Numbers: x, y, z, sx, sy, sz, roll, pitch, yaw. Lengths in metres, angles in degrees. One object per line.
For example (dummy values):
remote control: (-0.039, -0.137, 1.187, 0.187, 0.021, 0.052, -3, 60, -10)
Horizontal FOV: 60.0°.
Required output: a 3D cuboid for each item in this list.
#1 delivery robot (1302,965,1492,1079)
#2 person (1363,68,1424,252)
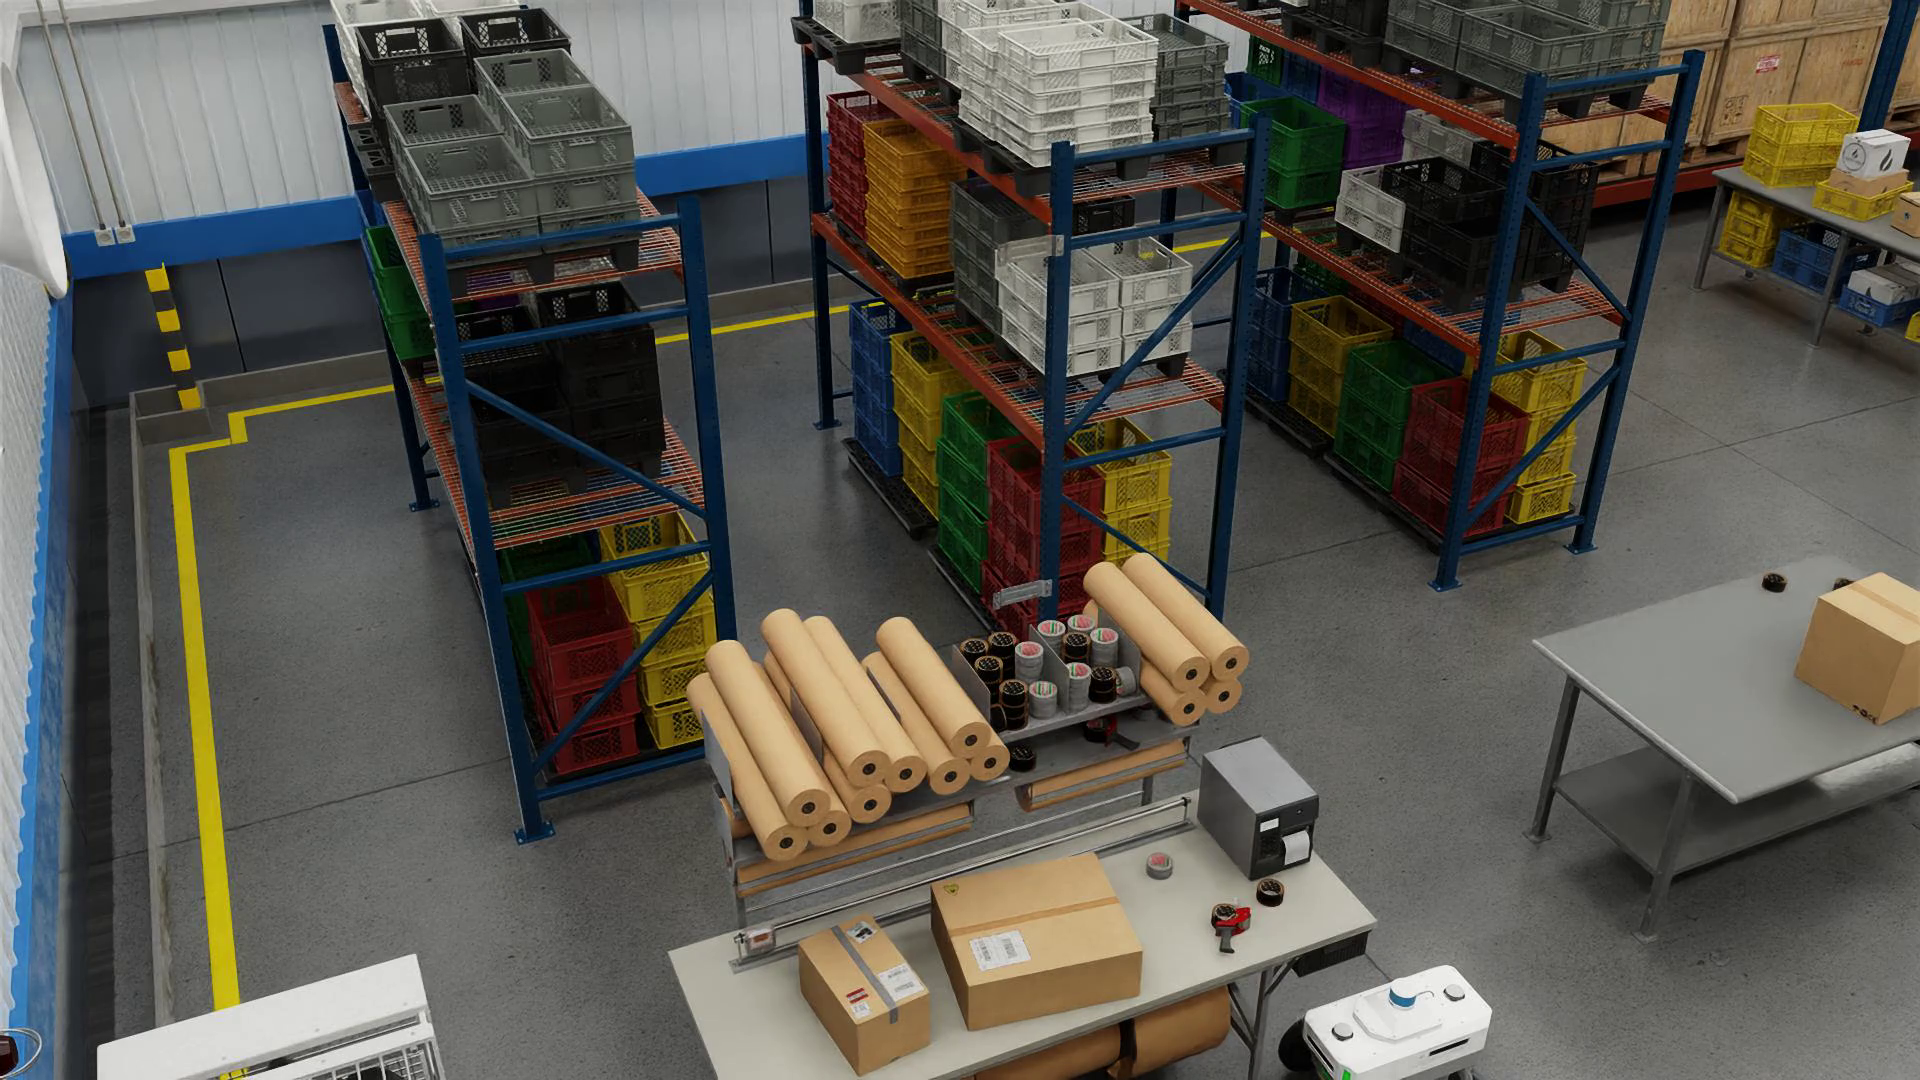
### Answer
delivery robot: (1.700, 1.914, 6.481, 0.707, 0.478, 0.477, -12, 34, -19)
person: (3.500, -3.320, 13.768, 0.625, 1.933, 0.374, 19, 37, 28)
